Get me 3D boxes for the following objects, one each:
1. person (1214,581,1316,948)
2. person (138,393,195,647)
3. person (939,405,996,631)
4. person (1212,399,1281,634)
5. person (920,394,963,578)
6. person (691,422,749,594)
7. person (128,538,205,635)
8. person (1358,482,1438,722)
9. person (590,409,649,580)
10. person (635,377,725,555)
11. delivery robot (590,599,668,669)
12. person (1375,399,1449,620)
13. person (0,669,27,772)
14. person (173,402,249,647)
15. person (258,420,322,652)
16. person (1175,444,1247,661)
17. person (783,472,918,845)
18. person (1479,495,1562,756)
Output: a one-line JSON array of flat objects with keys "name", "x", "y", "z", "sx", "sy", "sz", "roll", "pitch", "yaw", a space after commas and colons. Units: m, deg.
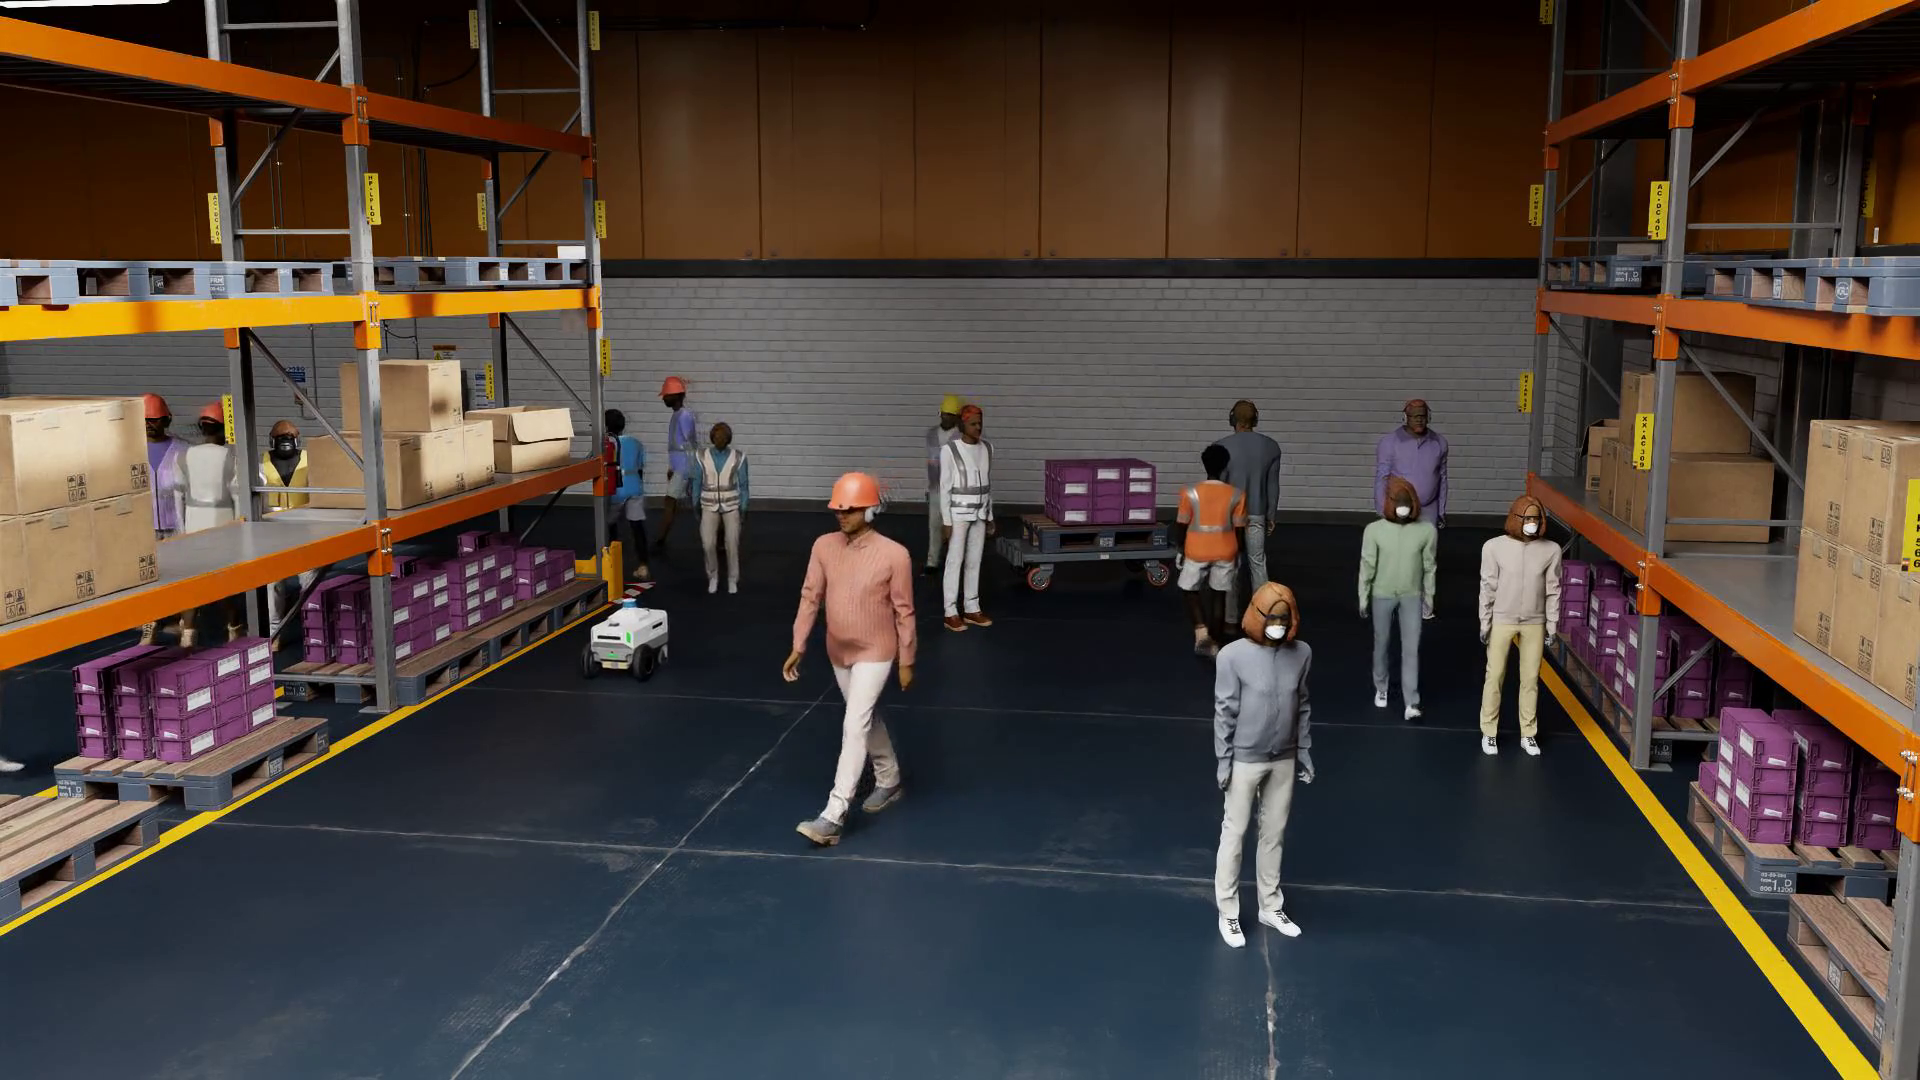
[{"name": "person", "x": 1.356, "y": 0.986, "z": 7.417, "sx": 0.499, "sy": 1.633, "sz": 0.278, "roll": -4, "pitch": 10, "yaw": -22}, {"name": "person", "x": -6.273, "y": -0.133, "z": 13.062, "sx": 0.615, "sy": 2.041, "sz": 0.392, "roll": -3, "pitch": 10, "yaw": -18}, {"name": "person", "x": 0.069, "y": -0.190, "z": 13.903, "sx": 0.578, "sy": 1.882, "sz": 0.346, "roll": -8, "pitch": 12, "yaw": -42}, {"name": "person", "x": 2.334, "y": -0.190, "z": 13.731, "sx": 0.634, "sy": 1.937, "sz": 0.355, "roll": -3, "pitch": 10, "yaw": -17}, {"name": "person", "x": -0.077, "y": -0.536, "z": 16.244, "sx": 0.623, "sy": 1.814, "sz": 0.579, "roll": 6, "pitch": 11, "yaw": 31}, {"name": "person", "x": -2.206, "y": -0.287, "z": 15.324, "sx": 0.555, "sy": 1.611, "sz": 0.448, "roll": 0, "pitch": 9, "yaw": -2}, {"name": "person", "x": -6.679, "y": -0.155, "z": 13.630, "sx": 0.885, "sy": 1.891, "sz": 0.663, "roll": -1, "pitch": 9, "yaw": -7}, {"name": "person", "x": 2.929, "y": 0.407, "z": 11.141, "sx": 0.514, "sy": 1.586, "sz": 0.828, "roll": 2, "pitch": 9, "yaw": 11}, {"name": "person", "x": -3.331, "y": -0.453, "z": 16.219, "sx": 0.873, "sy": 1.640, "sz": 0.580, "roll": 9, "pitch": 13, "yaw": 43}, {"name": "person", "x": -2.913, "y": -0.784, "z": 17.601, "sx": 0.993, "sy": 1.886, "sz": 0.573, "roll": -2, "pitch": 9, "yaw": -12}, {"name": "delivery robot", "x": -2.447, "y": 0.678, "z": 12.338, "sx": 0.477, "sy": 0.478, "sz": 0.707, "roll": 2, "pitch": 10, "yaw": 14}, {"name": "person", "x": 3.878, "y": -0.258, "z": 14.251, "sx": 0.651, "sy": 1.906, "sz": 0.403, "roll": -1, "pitch": 9, "yaw": -7}, {"name": "person", "x": -5.724, "y": 0.468, "z": 9.781, "sx": 0.416, "sy": 1.909, "sz": 0.662, "roll": 2, "pitch": 9, "yaw": 10}, {"name": "person", "x": -5.786, "y": -0.067, "z": 12.841, "sx": 0.624, "sy": 1.989, "sz": 1.062, "roll": -1, "pitch": 9, "yaw": -4}, {"name": "person", "x": -5.275, "y": -0.031, "z": 13.101, "sx": 0.622, "sy": 1.835, "sz": 0.430, "roll": -4, "pitch": 10, "yaw": -21}, {"name": "person", "x": 1.918, "y": 0.112, "z": 12.657, "sx": 0.544, "sy": 1.680, "sz": 0.429, "roll": 0, "pitch": 9, "yaw": -1}, {"name": "person", "x": -0.562, "y": 0.600, "z": 8.878, "sx": 0.629, "sy": 1.941, "sz": 1.052, "roll": 6, "pitch": 11, "yaw": 34}, {"name": "person", "x": 3.450, "y": 0.527, "z": 10.278, "sx": 0.496, "sy": 1.629, "sz": 0.277, "roll": 0, "pitch": 9, "yaw": 3}]
